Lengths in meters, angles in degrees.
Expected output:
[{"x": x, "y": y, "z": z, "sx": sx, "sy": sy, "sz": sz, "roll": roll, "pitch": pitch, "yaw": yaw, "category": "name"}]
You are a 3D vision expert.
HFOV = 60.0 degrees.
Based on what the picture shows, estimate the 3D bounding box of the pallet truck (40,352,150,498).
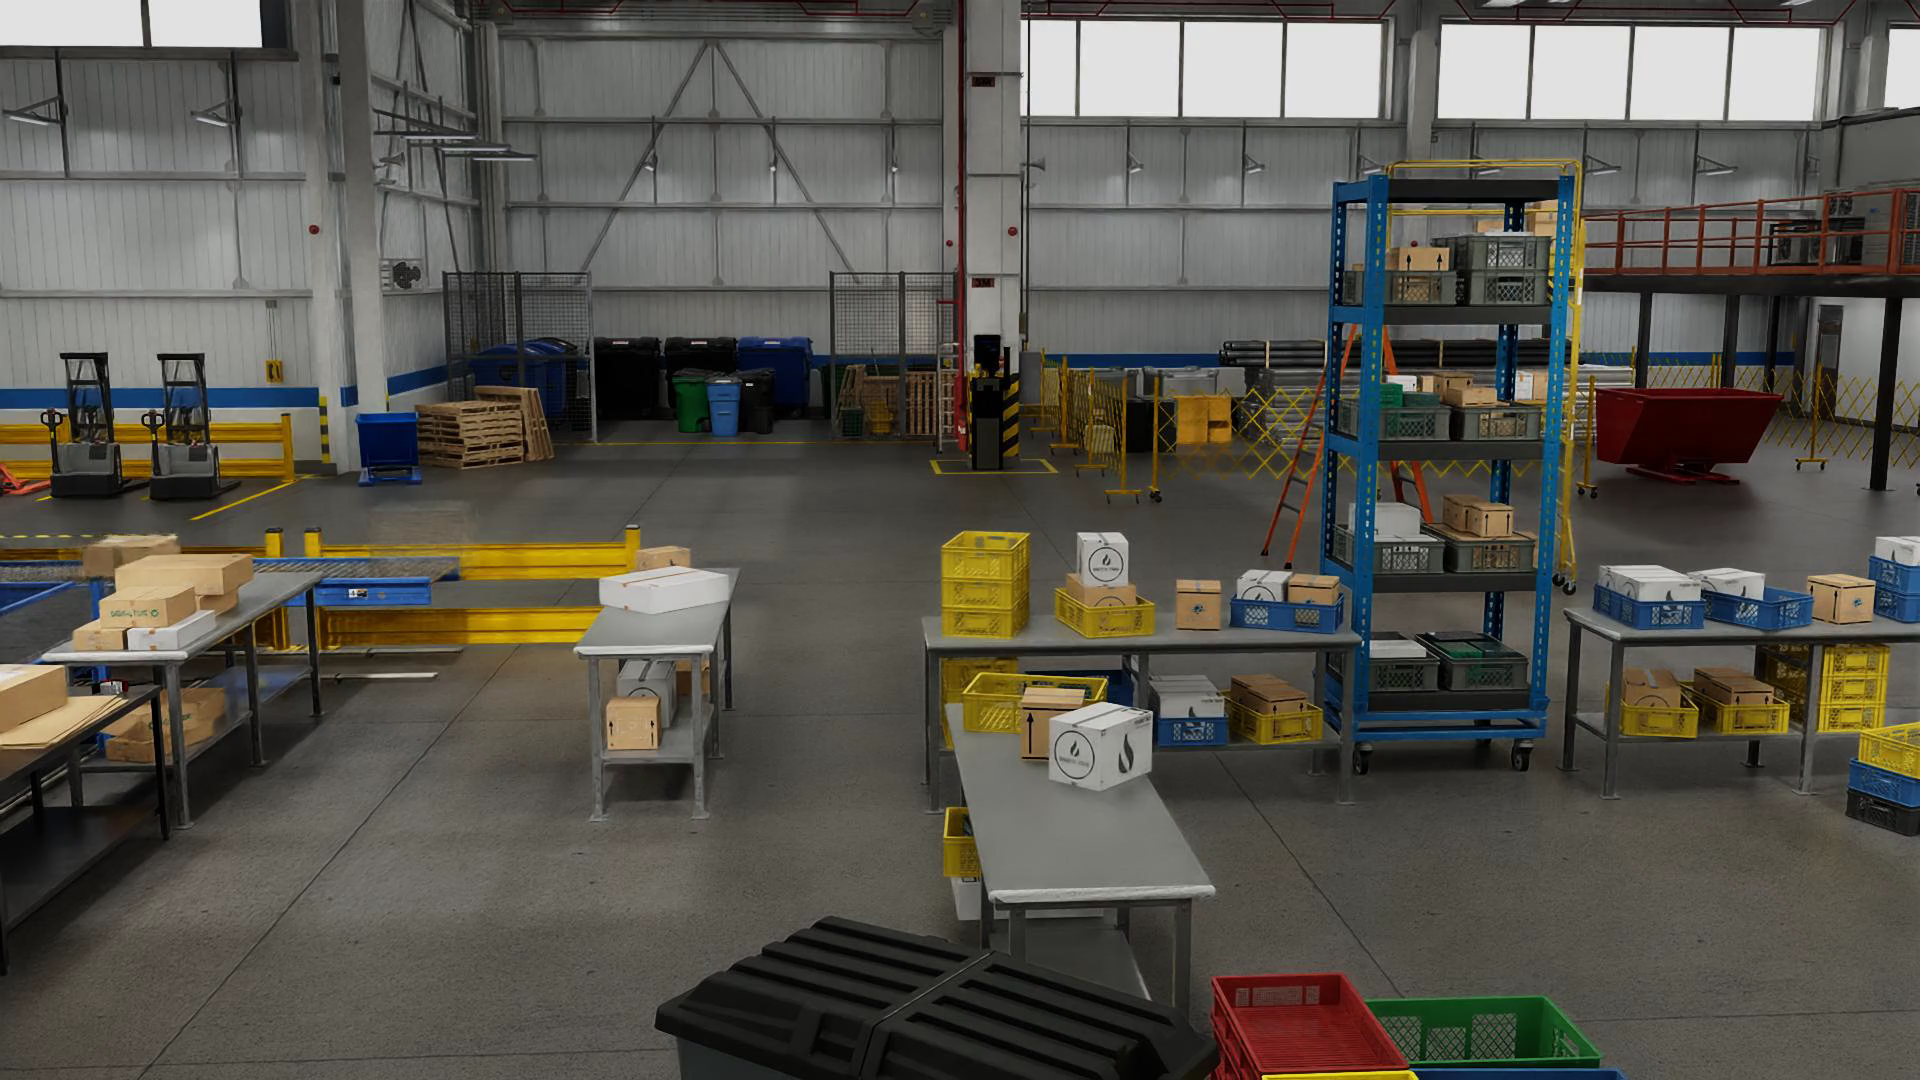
[{"x": -11.907, "y": -1.642, "z": 23.165, "sx": 0.823, "sy": 1.965, "sz": 1.885, "roll": 0, "pitch": 9, "yaw": 0, "category": "pallet truck"}]

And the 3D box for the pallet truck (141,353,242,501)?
[{"x": -10.520, "y": -1.604, "z": 22.925, "sx": 0.823, "sy": 1.965, "sz": 1.885, "roll": -1, "pitch": 9, "yaw": -6, "category": "pallet truck"}]

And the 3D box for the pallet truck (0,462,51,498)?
[{"x": -13.193, "y": -1.293, "z": 23.148, "sx": 0.653, "sy": 1.274, "sz": 1.630, "roll": -1, "pitch": 9, "yaw": -4, "category": "pallet truck"}]
